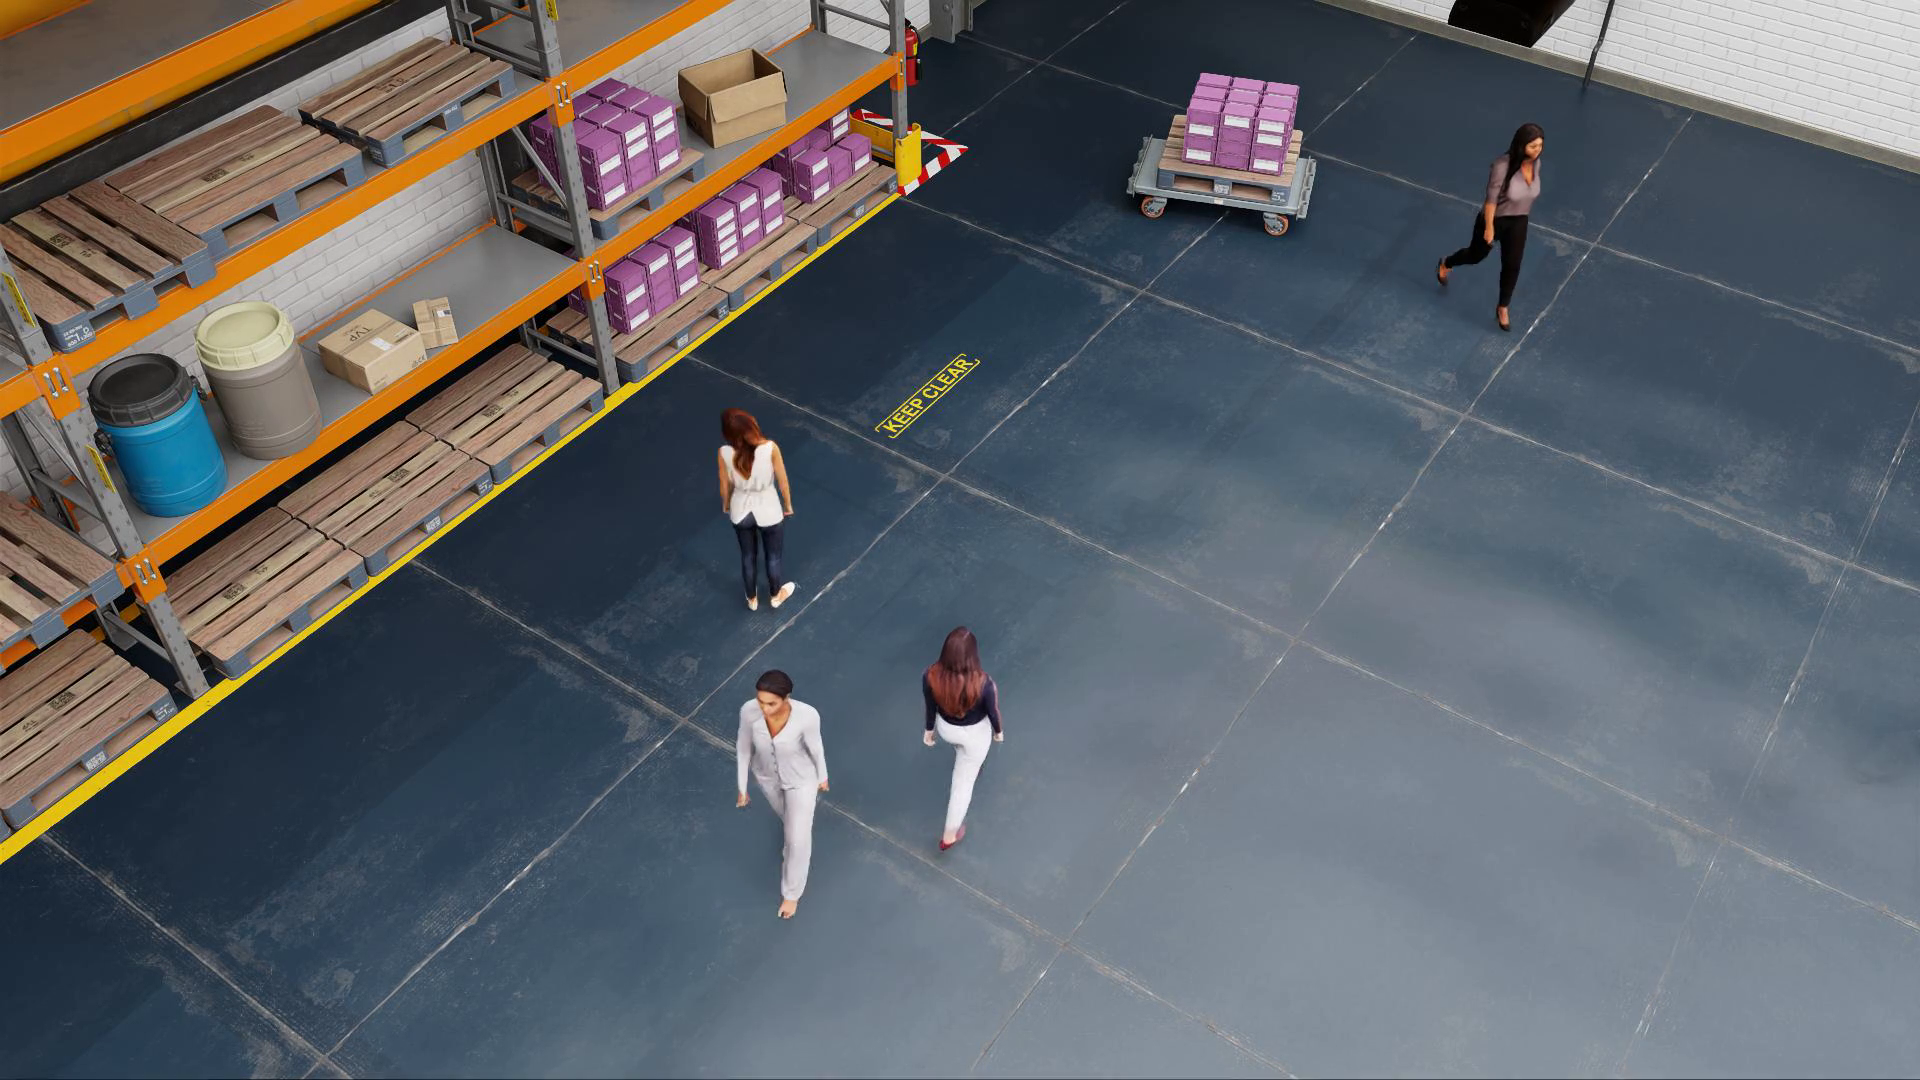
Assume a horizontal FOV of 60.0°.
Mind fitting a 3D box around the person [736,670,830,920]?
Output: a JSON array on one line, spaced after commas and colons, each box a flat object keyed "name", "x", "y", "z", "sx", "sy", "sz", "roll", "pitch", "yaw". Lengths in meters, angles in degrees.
[{"name": "person", "x": -1.000, "y": 1.302, "z": 9.726, "sx": 0.866, "sy": 1.705, "sz": 1.061, "roll": 10, "pitch": 45, "yaw": 10}]

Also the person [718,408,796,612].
[{"name": "person", "x": -1.374, "y": -0.190, "z": 11.240, "sx": 0.736, "sy": 1.776, "sz": 0.742, "roll": 9, "pitch": 44, "yaw": 9}]

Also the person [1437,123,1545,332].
[{"name": "person", "x": 4.418, "y": -2.662, "z": 13.813, "sx": 1.156, "sy": 1.807, "sz": 1.118, "roll": -13, "pitch": 45, "yaw": -13}]

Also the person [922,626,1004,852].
[{"name": "person", "x": -0.004, "y": 1.203, "z": 9.939, "sx": 0.850, "sy": 1.554, "sz": 1.194, "roll": 14, "pitch": 45, "yaw": 15}]
